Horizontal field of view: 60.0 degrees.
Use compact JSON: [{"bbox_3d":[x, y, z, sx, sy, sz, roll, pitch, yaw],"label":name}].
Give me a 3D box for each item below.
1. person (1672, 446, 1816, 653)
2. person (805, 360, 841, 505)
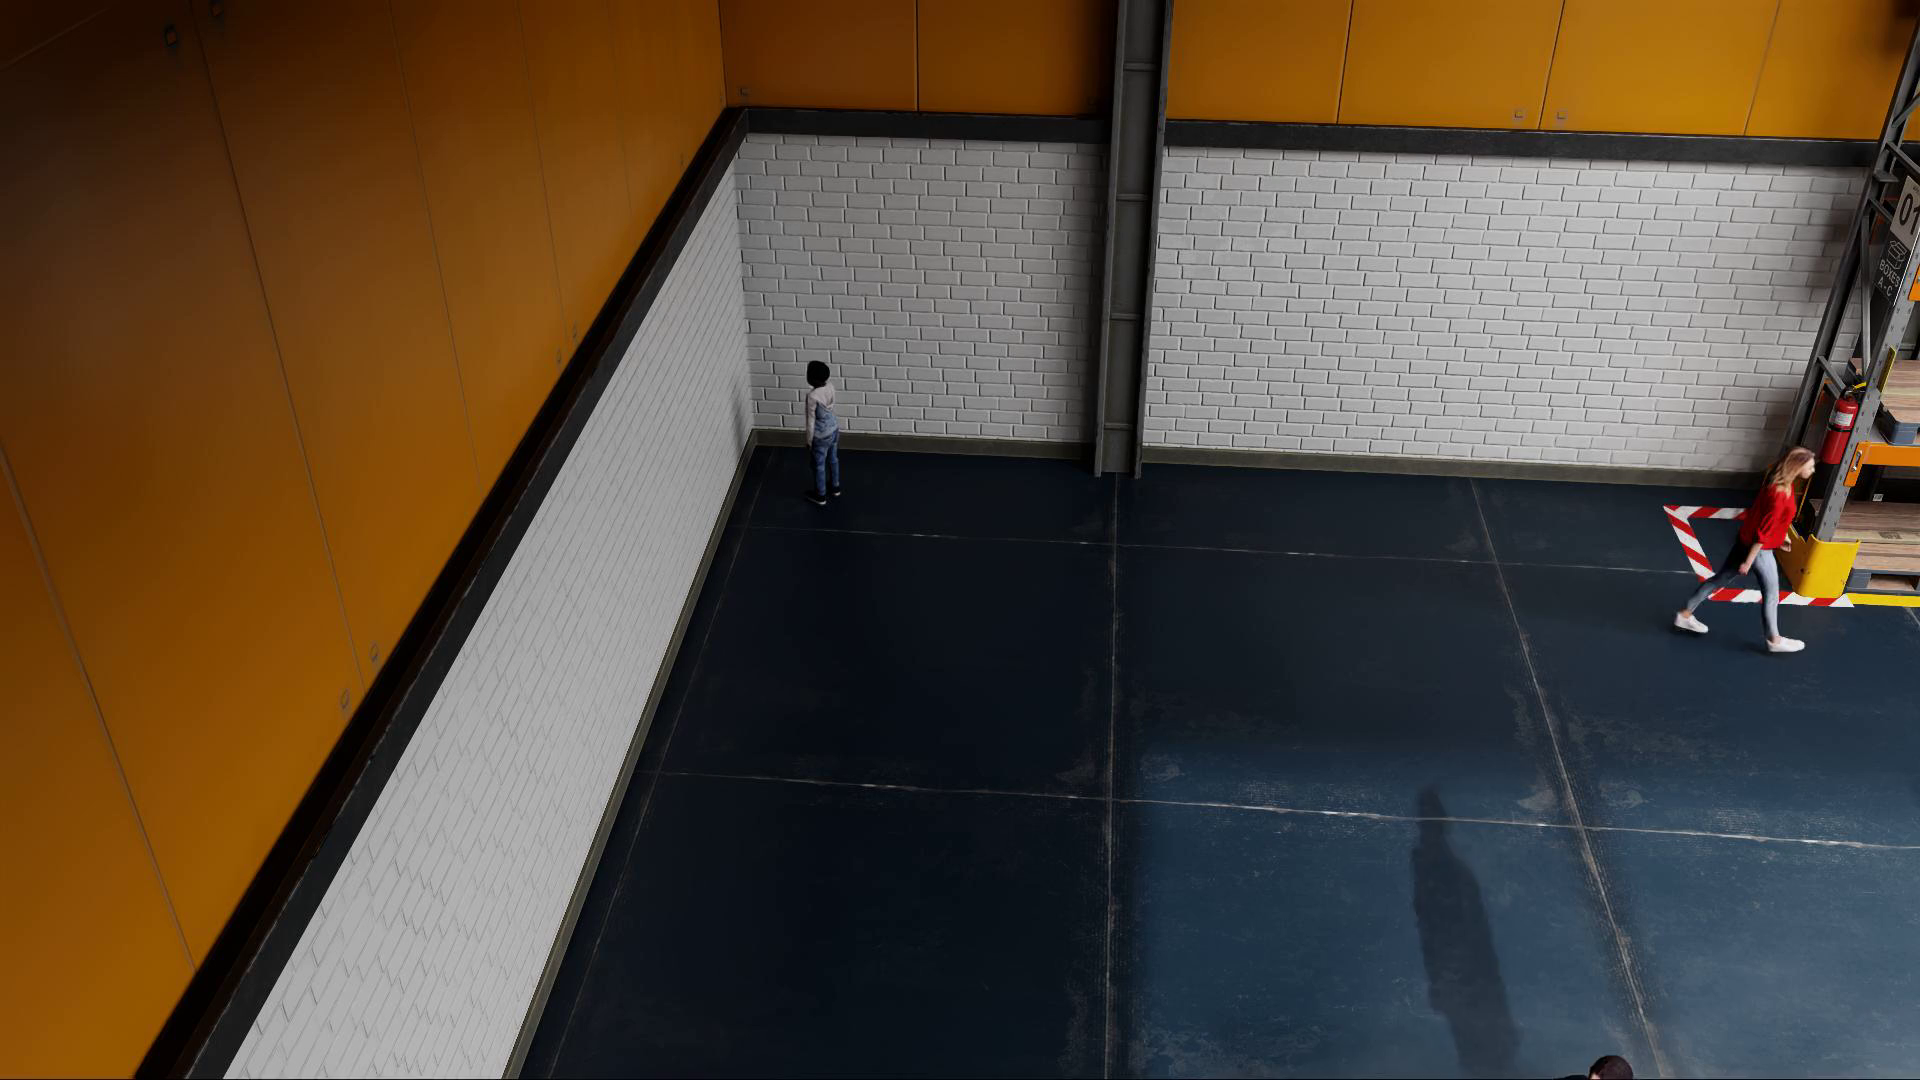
[{"bbox_3d":[5.554,0.048,11.801,1.162,1.654,0.777,9,35,13],"label":"person"},{"bbox_3d":[-1.125,-0.892,13.572,0.597,1.259,0.552,22,39,29],"label":"person"}]
